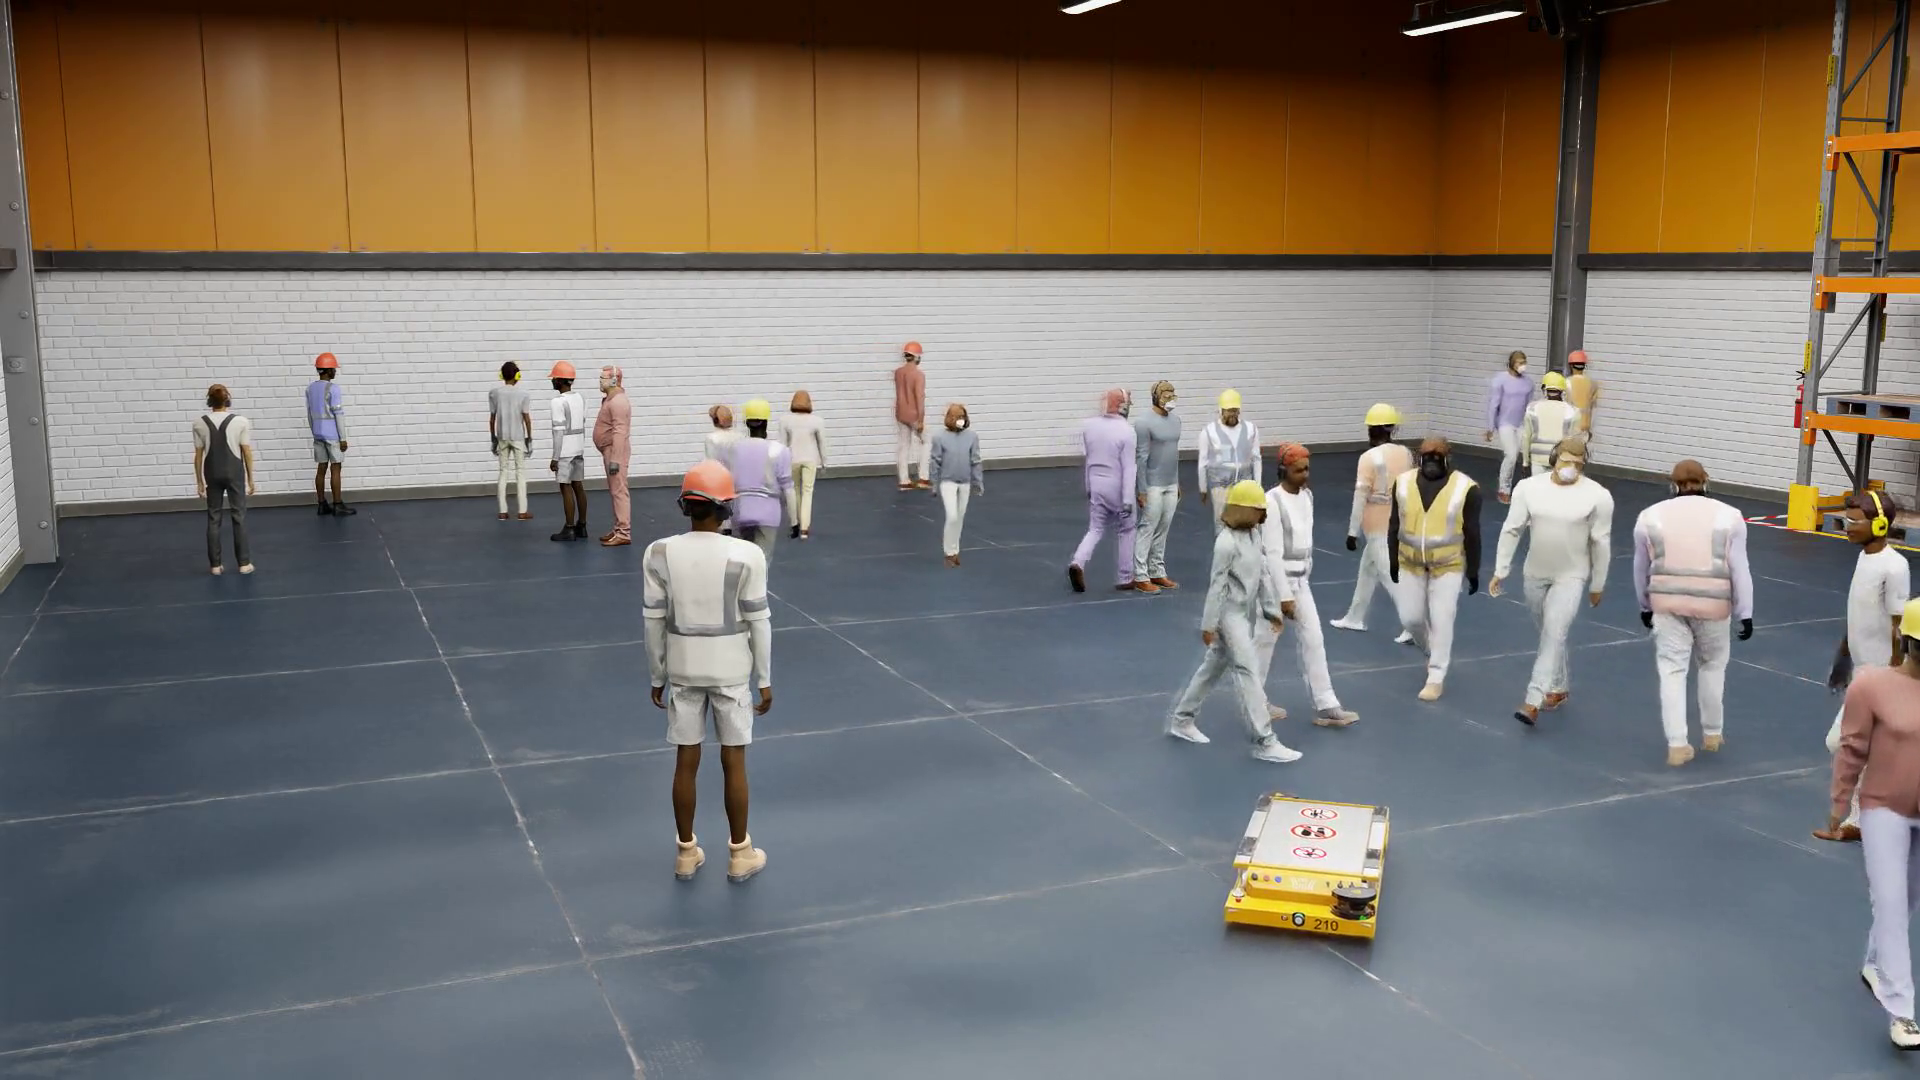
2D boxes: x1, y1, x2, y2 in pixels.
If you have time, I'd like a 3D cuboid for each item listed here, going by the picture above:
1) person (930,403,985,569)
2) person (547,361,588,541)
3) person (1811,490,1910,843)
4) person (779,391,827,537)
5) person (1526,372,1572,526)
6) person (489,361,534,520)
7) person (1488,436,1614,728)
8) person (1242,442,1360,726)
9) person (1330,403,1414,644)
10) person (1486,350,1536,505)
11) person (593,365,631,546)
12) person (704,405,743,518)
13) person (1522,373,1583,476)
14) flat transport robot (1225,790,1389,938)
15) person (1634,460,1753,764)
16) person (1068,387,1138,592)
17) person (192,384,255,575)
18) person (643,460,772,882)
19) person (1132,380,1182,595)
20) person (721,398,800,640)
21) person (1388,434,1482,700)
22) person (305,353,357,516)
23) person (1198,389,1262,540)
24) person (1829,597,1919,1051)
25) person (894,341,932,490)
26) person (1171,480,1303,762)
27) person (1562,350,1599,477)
[{"bbox_3d":[-0.011,-0.533,16.344,0.503,1.613,0.563,-5,11,-27],"label":"person"},{"bbox_3d":[-4.234,-0.953,17.918,0.349,1.942,0.545,3,10,20],"label":"person"},{"bbox_3d":[4.603,0.659,8.435,0.413,1.848,0.506,3,10,17],"label":"person"},{"bbox_3d":[-1.729,-0.846,18.326,0.524,1.580,0.869,0,9,-2],"label":"person"},{"bbox_3d":[6.663,-1.022,18.868,0.528,1.767,0.329,2,10,11],"label":"person"},{"bbox_3d":[-5.237,-1.152,19.385,0.520,1.863,0.333,0,9,2],"label":"person"},{"bbox_3d":[3.802,0.263,10.721,0.654,1.868,1.049,8,12,40],"label":"person"},{"bbox_3d":[2.160,0.301,10.586,0.913,1.845,0.600,9,13,42],"label":"person"},{"bbox_3d":[3.362,-0.140,13.171,0.601,1.887,0.961,-8,12,-40],"label":"person"},{"bbox_3d":[6.852,-1.372,20.508,0.660,1.921,0.547,-4,10,-22],"label":"person"},{"bbox_3d":[-3.686,-0.896,17.663,0.409,1.913,0.648,-2,10,-14],"label":"person"},{"bbox_3d":[-2.313,-0.540,16.465,0.876,1.594,0.536,8,12,39],"label":"person"},{"bbox_3d":[6.266,-0.844,17.620,0.622,1.824,0.404,5,11,27],"label":"person"},{"bbox_3d":[1.696,1.519,7.986,0.652,0.197,1.431,3,10,17],"label":"flat transport robot"},{"bbox_3d":[4.442,0.414,10.072,0.693,1.796,0.819,5,11,30],"label":"person"},{"bbox_3d":[1.335,-0.445,15.016,0.803,1.869,0.659,-8,12,-41],"label":"person"},{"bbox_3d":[-7.058,-0.576,15.959,0.509,1.840,0.339,-2,10,-12],"label":"person"},{"bbox_3d":[-1.199,0.631,8.007,0.614,2.042,0.373,1,9,7],"label":"person"},{"bbox_3d":[1.797,-0.485,15.092,0.354,1.937,0.635,8,12,41],"label":"person"},{"bbox_3d":[-1.587,-0.187,13.384,0.588,1.894,0.893,3,10,18],"label":"person"},{"bbox_3d":[3.292,0.163,11.509,0.648,1.826,0.633,6,11,31],"label":"person"},{"bbox_3d":[-7.466,-1.246,19.705,0.546,1.938,0.361,5,11,27],"label":"person"},{"bbox_3d":[2.567,-0.567,15.998,0.592,1.805,0.741,-2,10,-11],"label":"person"},{"bbox_3d":[3.681,1.057,6.388,0.547,1.712,0.895,2,10,10],"label":"person"},{"bbox_3d":[-0.576,-1.639,21.990,0.620,1.977,0.599,9,13,43],"label":"person"},{"bbox_3d":[1.656,0.464,10.080,0.897,1.693,0.494,5,11,28],"label":"person"},{"bbox_3d":[7.678,-1.432,20.929,0.577,1.897,0.900,-1,9,-4],"label":"person"}]
